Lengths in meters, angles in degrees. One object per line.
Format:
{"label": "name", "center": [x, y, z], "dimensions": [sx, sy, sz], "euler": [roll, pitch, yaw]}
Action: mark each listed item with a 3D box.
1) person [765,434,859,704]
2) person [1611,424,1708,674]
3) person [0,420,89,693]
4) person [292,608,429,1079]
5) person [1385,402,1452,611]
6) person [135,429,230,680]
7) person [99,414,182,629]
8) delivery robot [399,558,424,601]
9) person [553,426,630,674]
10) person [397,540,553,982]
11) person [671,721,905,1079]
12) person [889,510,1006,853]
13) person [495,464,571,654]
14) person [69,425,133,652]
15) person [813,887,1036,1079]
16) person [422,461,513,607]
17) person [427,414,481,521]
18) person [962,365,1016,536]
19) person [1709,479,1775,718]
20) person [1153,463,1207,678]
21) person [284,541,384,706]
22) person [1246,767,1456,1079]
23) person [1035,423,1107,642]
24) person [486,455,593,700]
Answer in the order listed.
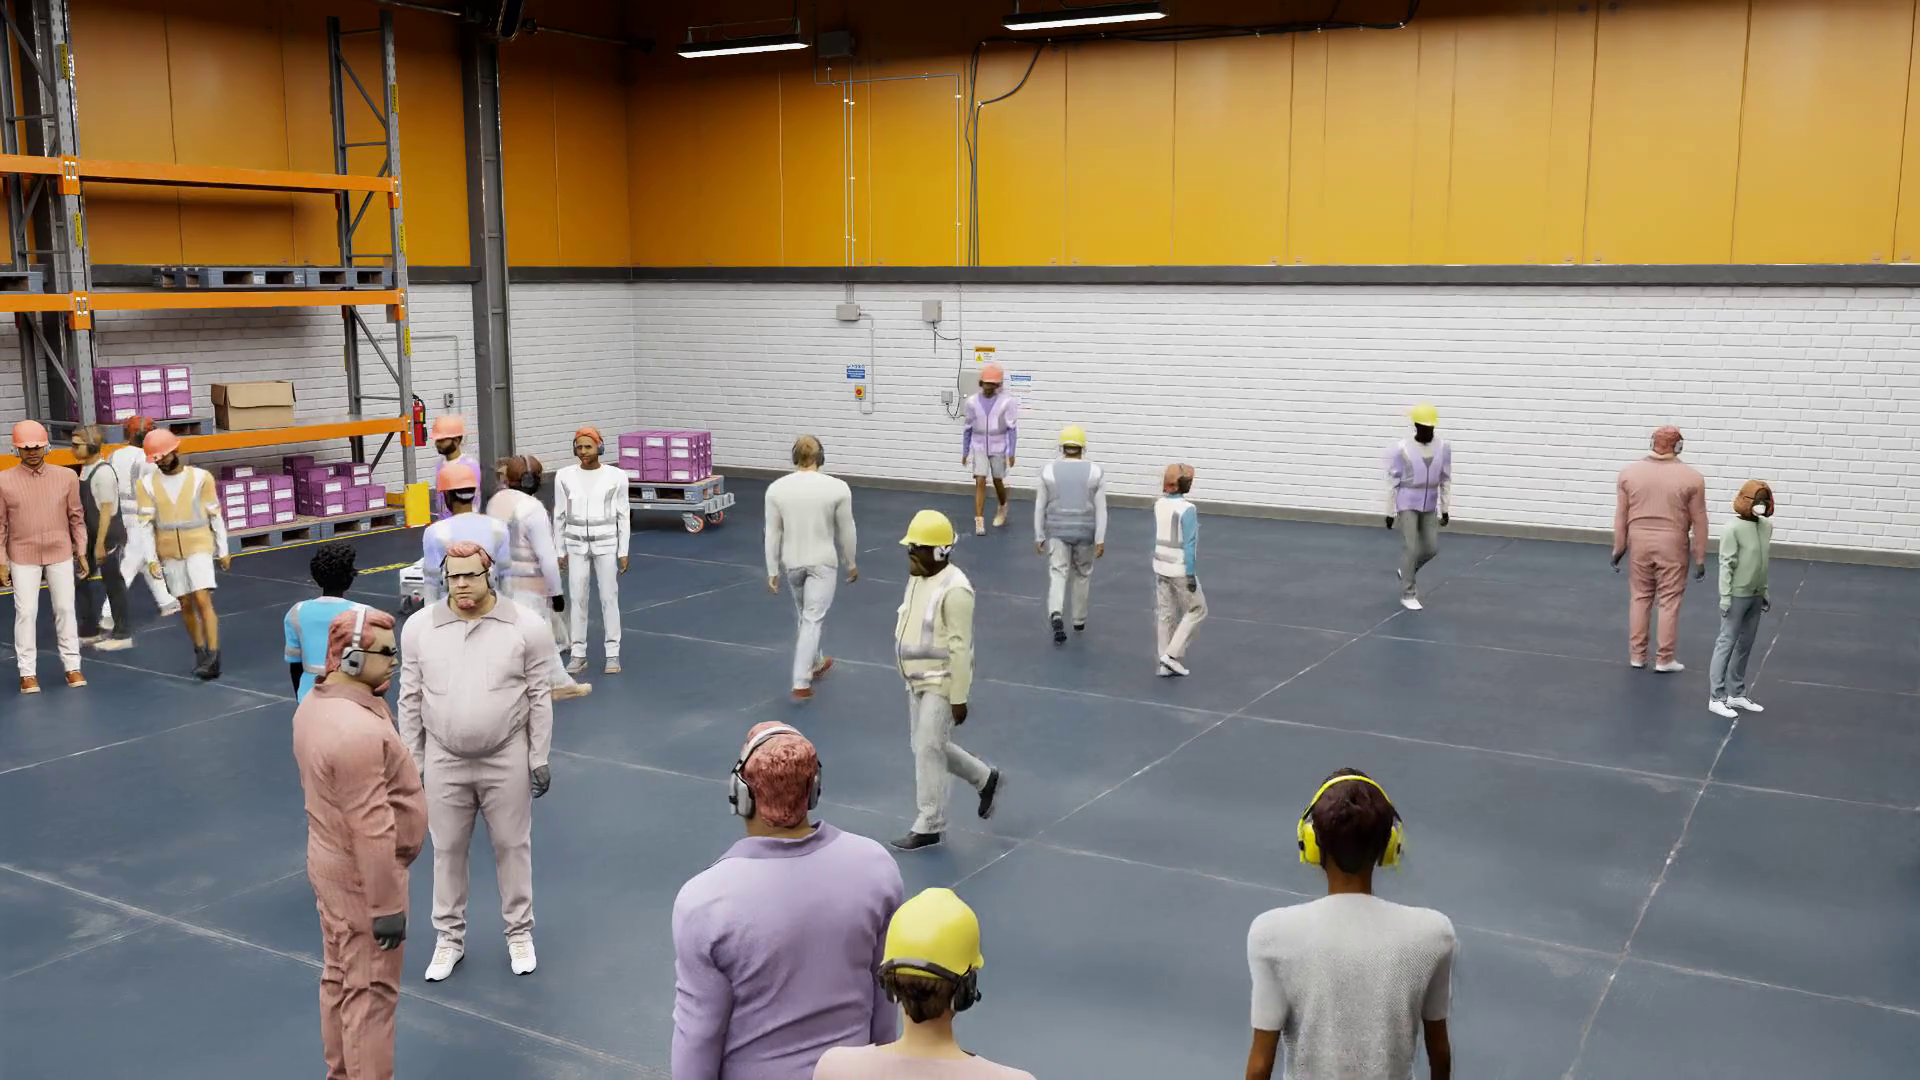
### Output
{"label": "person", "center": [-1.068, 0.189, 11.950], "dimensions": [0.631, 1.888, 1.040], "euler": [2, 9, 15]}
{"label": "person", "center": [5.329, 0.063, 12.664], "dimensions": [0.666, 1.907, 0.405], "euler": [7, 12, 38]}
{"label": "person", "center": [-6.667, 0.118, 12.072], "dimensions": [0.622, 1.987, 0.406], "euler": [-8, 12, -40]}
{"label": "person", "center": [-2.033, 1.173, 5.739], "dimensions": [0.405, 1.903, 0.636], "euler": [-6, 11, -33]}
{"label": "person", "center": [4.126, -0.317, 15.058], "dimensions": [0.601, 1.897, 0.642], "euler": [-2, 9, -15]}
{"label": "person", "center": [-5.797, 0.117, 12.381], "dimensions": [0.579, 1.886, 0.769], "euler": [-2, 9, -13]}
{"label": "person", "center": [-7.090, -0.163, 14.342], "dimensions": [0.573, 1.839, 0.984], "euler": [5, 11, 30]}
{"label": "delivery robot", "center": [-4.738, 0.313, 14.997], "dimensions": [0.477, 0.478, 0.707], "euler": [2, 9, 13]}
{"label": "person", "center": [-2.791, 0.080, 12.613], "dimensions": [0.575, 1.883, 0.355], "euler": [0, 9, -1]}
{"label": "person", "center": [-2.080, 0.942, 7.160], "dimensions": [0.644, 1.908, 0.408], "euler": [-2, 9, -10]}
{"label": "person", "center": [-0.459, 1.403, 4.278], "dimensions": [0.639, 1.910, 0.407], "euler": [-6, 11, -34]}
{"label": "person", "center": [-0.060, 0.727, 8.816], "dimensions": [0.673, 1.814, 0.600], "euler": [-4, 10, -25]}
{"label": "person", "center": [-3.401, 0.177, 12.916], "dimensions": [0.553, 1.589, 0.862], "euler": [7, 12, 38]}
{"label": "person", "center": [-6.950, 0.009, 13.217], "dimensions": [0.541, 1.828, 0.632], "euler": [9, 13, 43]}
{"label": "person", "center": [-0.051, 1.597, 3.521], "dimensions": [0.523, 1.765, 0.316], "euler": [2, 9, 15]}
{"label": "person", "center": [-2.968, 0.473, 10.147], "dimensions": [0.543, 1.901, 0.905], "euler": [-8, 12, -40]}
{"label": "person", "center": [-4.017, -0.044, 13.261], "dimensions": [0.541, 1.923, 0.412], "euler": [7, 11, 37]}
{"label": "person", "center": [0.351, -1.079, 19.554], "dimensions": [0.657, 1.995, 1.024], "euler": [1, 9, 9]}
{"label": "person", "center": [5.394, 0.395, 11.425], "dimensions": [0.507, 1.631, 0.278], "euler": [-5, 11, -31]}
{"label": "person", "center": [1.626, 0.236, 12.407], "dimensions": [0.370, 1.626, 0.536], "euler": [-4, 10, -25]}
{"label": "person", "center": [-3.129, 0.849, 8.389], "dimensions": [0.537, 1.696, 0.321], "euler": [2, 9, 14]}
{"label": "person", "center": [0.958, 1.458, 4.119], "dimensions": [0.524, 1.843, 0.745], "euler": [1, 9, 8]}
{"label": "person", "center": [0.911, -0.059, 13.724], "dimensions": [0.599, 1.810, 0.779], "euler": [1, 9, 8]}
{"label": "person", "center": [-3.017, 0.305, 11.508], "dimensions": [0.967, 1.796, 0.647], "euler": [-8, 12, -40]}
